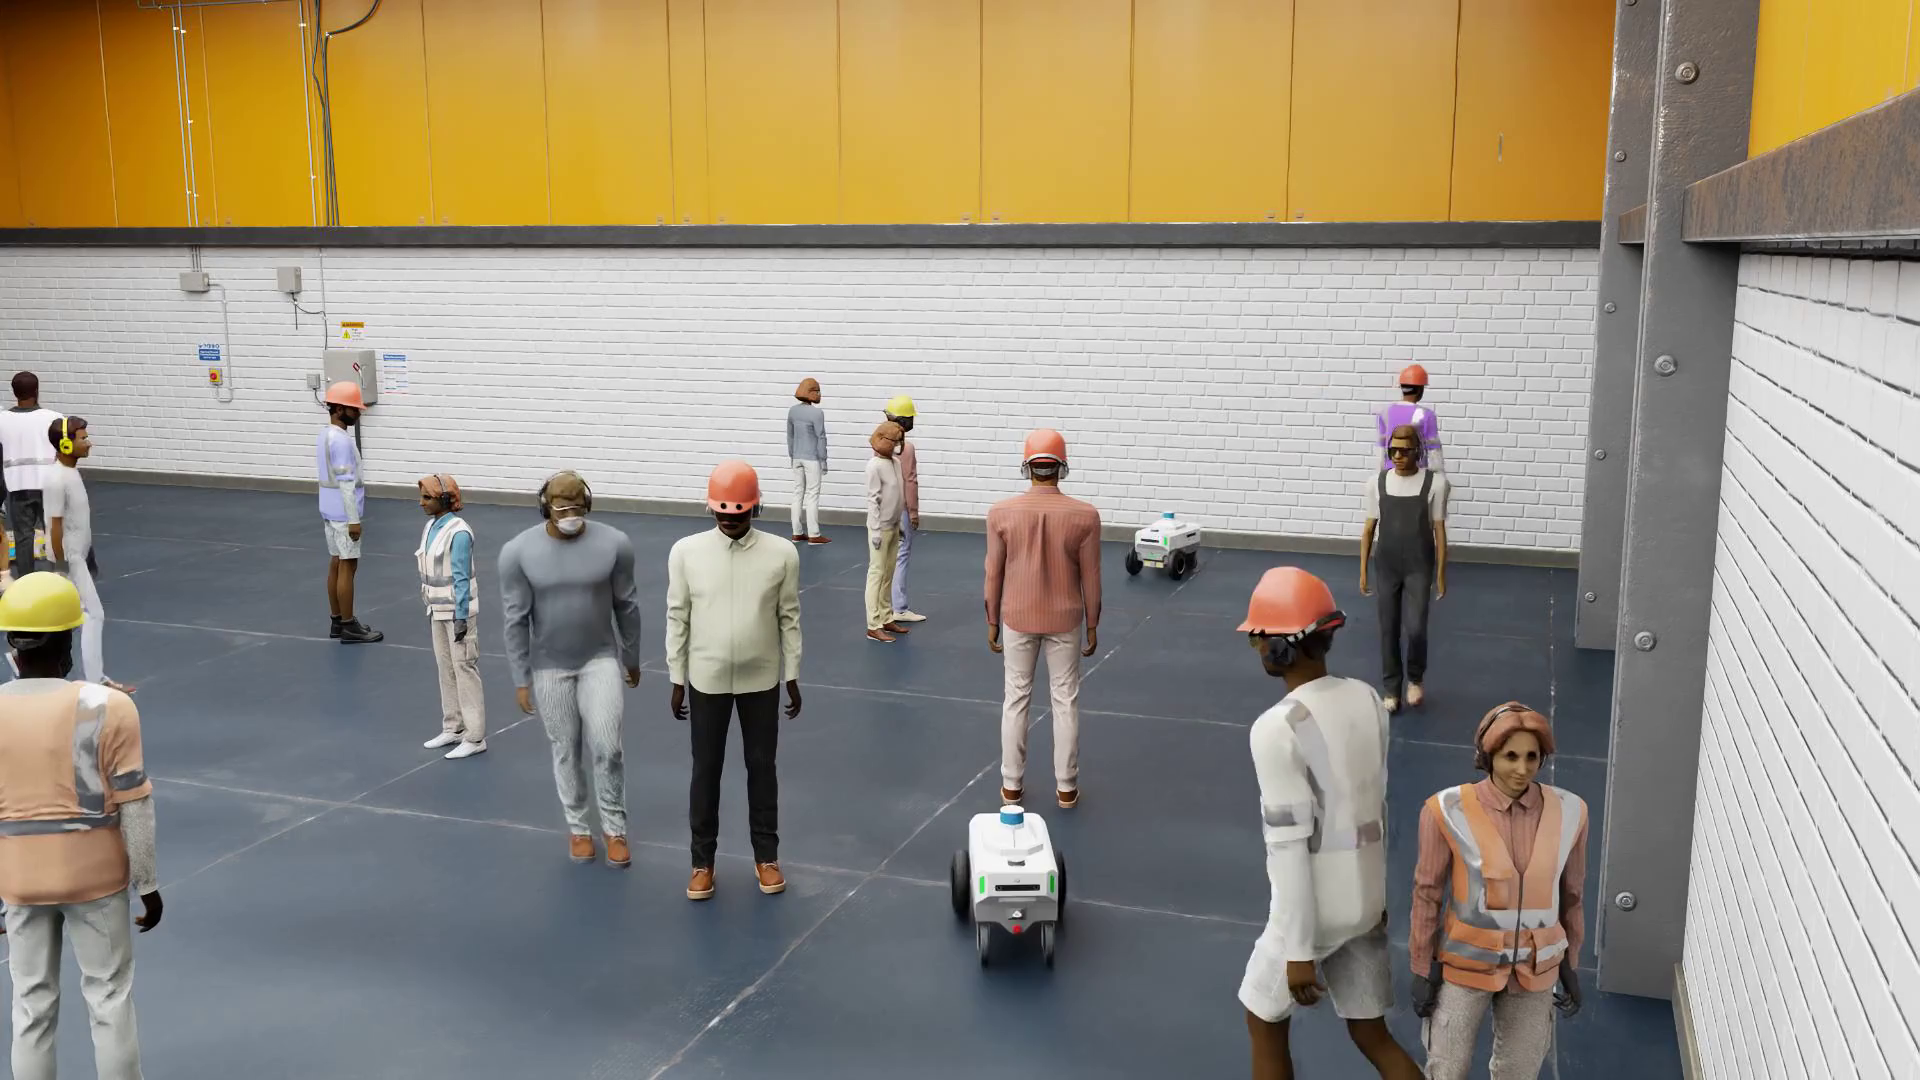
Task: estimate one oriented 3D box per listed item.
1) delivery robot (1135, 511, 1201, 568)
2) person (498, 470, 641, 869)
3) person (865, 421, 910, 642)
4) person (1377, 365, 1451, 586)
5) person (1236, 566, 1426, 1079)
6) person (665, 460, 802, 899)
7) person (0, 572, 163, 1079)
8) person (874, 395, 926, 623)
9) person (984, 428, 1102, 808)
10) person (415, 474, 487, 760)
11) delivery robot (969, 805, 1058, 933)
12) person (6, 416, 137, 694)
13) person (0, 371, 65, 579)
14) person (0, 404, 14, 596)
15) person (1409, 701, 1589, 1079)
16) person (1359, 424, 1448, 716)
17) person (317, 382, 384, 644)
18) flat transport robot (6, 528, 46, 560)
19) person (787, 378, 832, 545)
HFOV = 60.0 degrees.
[{"bbox_3d":[1.859,-0.015,14.824,0.477,0.478,0.707,7,12,34],"label":"delivery robot"},{"bbox_3d":[-1.800,0.614,7.765,0.642,1.909,0.588,-3,10,-15],"label":"person"},{"bbox_3d":[-0.543,-0.074,12.381,0.279,1.633,0.498,4,11,20],"label":"person"},{"bbox_3d":[3.943,-0.554,14.354,0.848,1.901,0.556,-7,12,-34],"label":"person"},{"bbox_3d":[1.170,1.088,4.881,0.629,1.997,0.873,-9,14,-42],"label":"person"},{"bbox_3d":[-1.007,0.623,7.467,0.611,1.985,0.393,-2,10,-11],"label":"person"},{"bbox_3d":[-2.813,1.051,5.221,0.585,1.928,0.365,-1,10,-7],"label":"person"},{"bbox_3d":[-0.472,-0.245,12.975,0.327,1.767,0.533,-7,12,-33],"label":"person"},{"bbox_3d":[0.431,0.411,8.665,0.614,1.987,0.407,1,10,7],"label":"person"},{"bbox_3d":[-2.927,0.430,9.556,0.310,1.631,0.508,-8,13,-39],"label":"person"},{"bbox_3d":[0.219,1.368,7.036,0.477,0.478,0.707,0,10,-2],"label":"delivery robot"},{"bbox_3d":[-5.774,0.120,10.695,0.666,1.851,0.525,-4,11,-23],"label":"person"},{"bbox_3d":[-7.446,-0.393,13.383,0.597,1.915,0.370,-4,11,-20],"label":"person"},{"bbox_3d":[-8.209,-0.505,13.700,0.443,2.038,0.729,5,11,26],"label":"person"},{"bbox_3d":[1.556,1.264,4.836,0.523,1.636,0.310,-1,10,-4],"label":"person"},{"bbox_3d":[2.747,0.191,10.326,0.541,1.830,0.411,5,11,28],"label":"person"},{"bbox_3d":[-4.520,-0.201,12.269,0.374,1.928,0.542,-7,12,-33],"label":"person"},{"bbox_3d":[-8.966,0.089,15.299,0.652,0.197,1.431,10,14,43],"label":"flat transport robot"},{"bbox_3d":[-1.485,-0.772,16.316,0.507,1.631,0.273,9,14,42],"label":"person"}]
